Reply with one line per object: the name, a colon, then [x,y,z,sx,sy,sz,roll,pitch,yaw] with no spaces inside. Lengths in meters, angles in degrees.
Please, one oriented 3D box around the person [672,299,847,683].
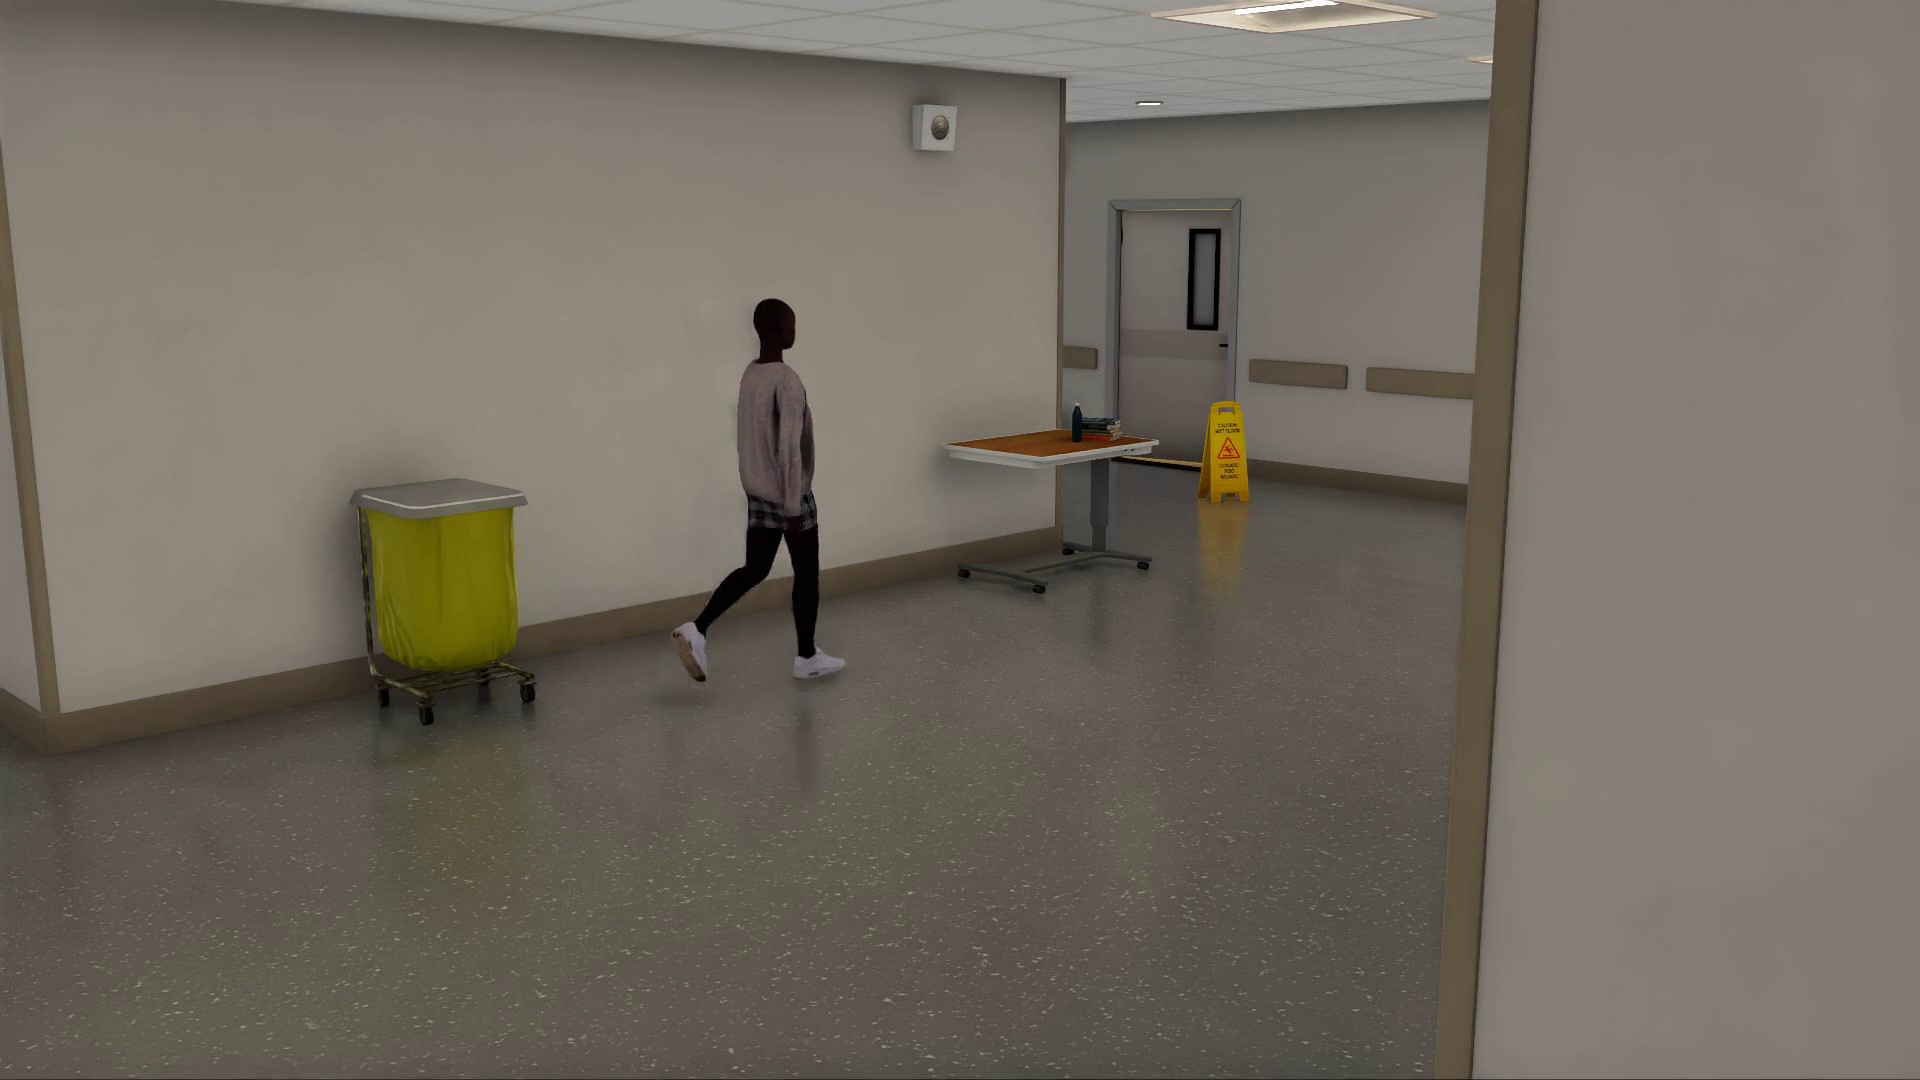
person: [-0.911,-0.184,7.500,0.773,1.751,1.056,-8,13,-37]
